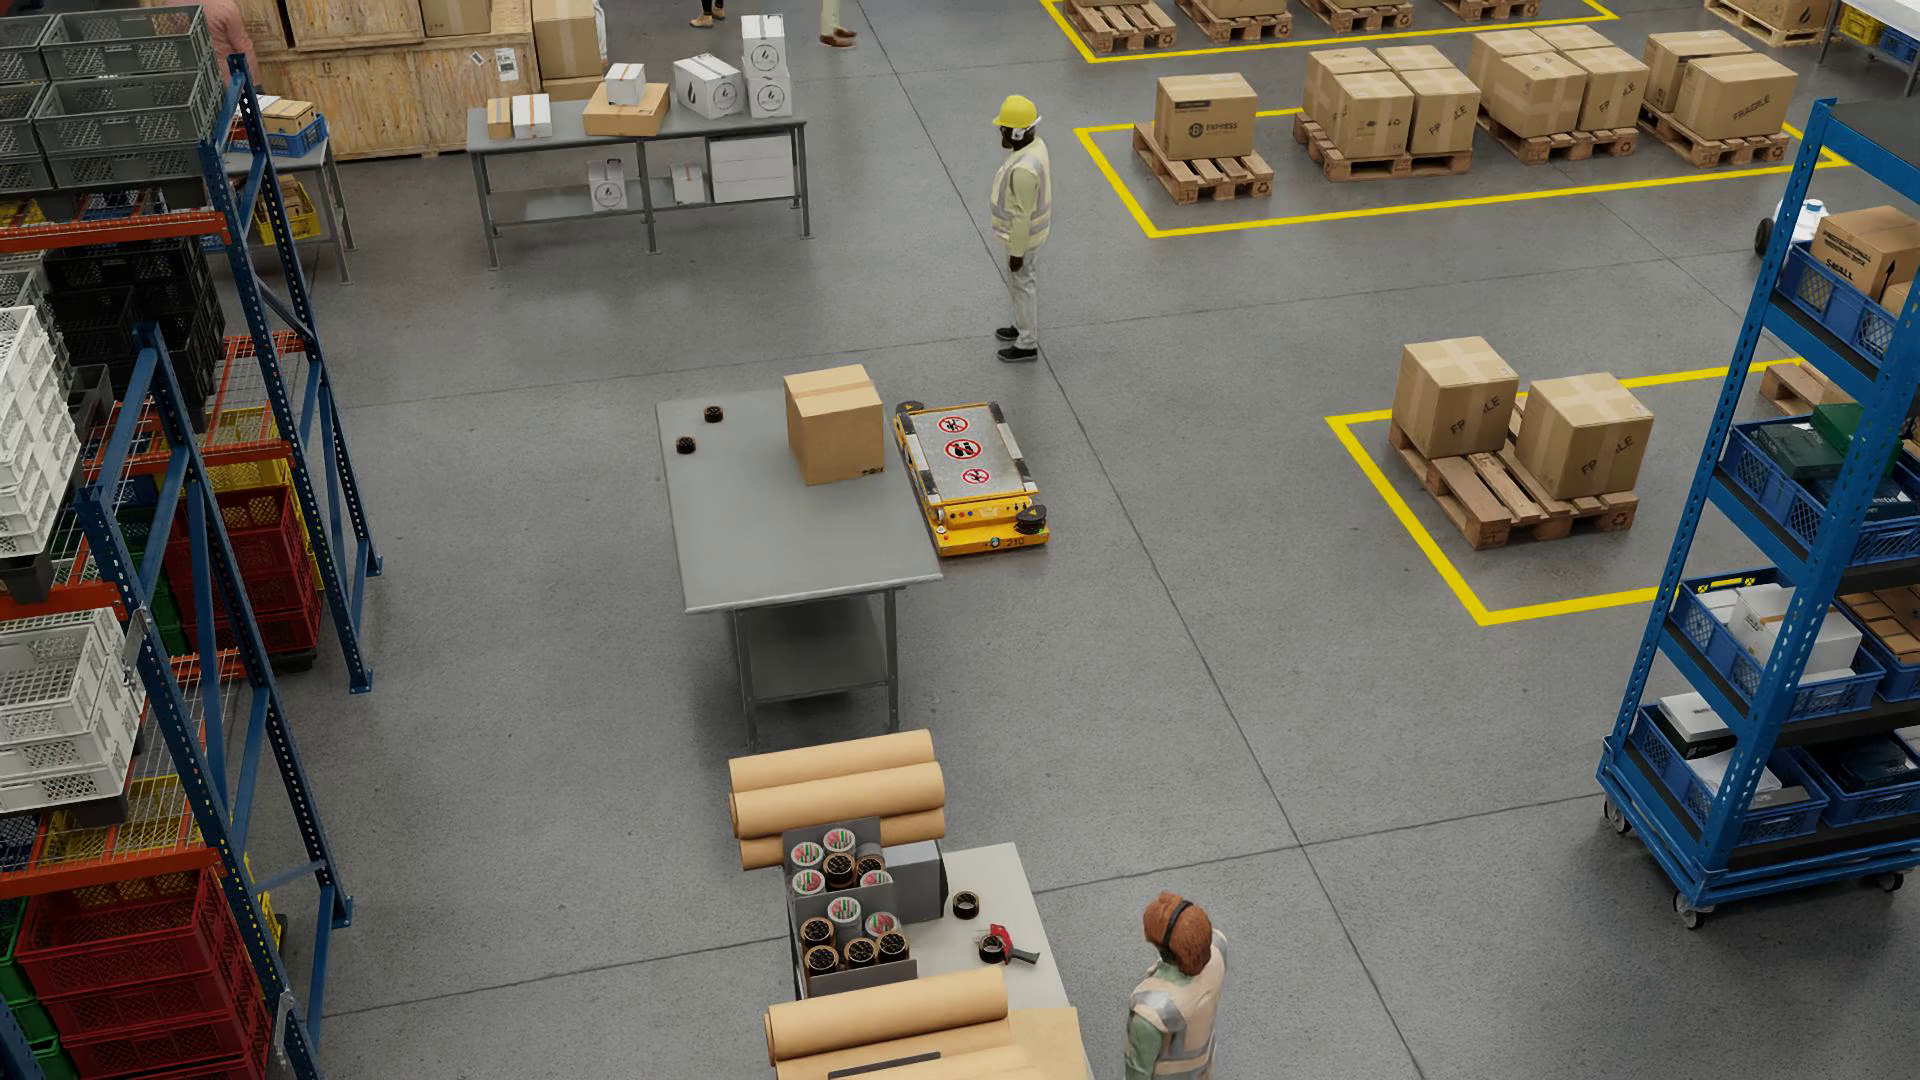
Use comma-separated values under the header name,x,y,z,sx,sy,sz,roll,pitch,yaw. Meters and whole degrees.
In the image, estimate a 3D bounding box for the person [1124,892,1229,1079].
name,x,y,z,sx,sy,sz,roll,pitch,yaw
person,0.744,1.860,5.898,0.312,1.631,0.514,26,44,31

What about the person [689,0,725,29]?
name,x,y,z,sx,sy,sz,roll,pitch,yaw
person,-2.529,-5.881,16.249,0.319,1.696,0.532,15,39,19

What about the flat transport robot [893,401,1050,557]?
name,x,y,z,sx,sy,sz,roll,pitch,yaw
flat transport robot,0.046,-0.430,10.108,0.652,0.197,1.431,-8,37,-10

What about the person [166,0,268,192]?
name,x,y,z,sx,sy,sz,roll,pitch,yaw
person,-5.777,-3.666,13.100,0.644,1.904,0.399,10,38,13

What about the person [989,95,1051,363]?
name,x,y,z,sx,sy,sz,roll,pitch,yaw
person,0.394,-2.050,10.996,0.403,1.824,0.599,3,37,5

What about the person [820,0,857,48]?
name,x,y,z,sx,sy,sz,roll,pitch,yaw
person,-1.201,-5.648,15.813,0.366,1.854,0.574,3,37,5

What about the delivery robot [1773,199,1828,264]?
name,x,y,z,sx,sy,sz,roll,pitch,yaw
delivery robot,6.242,-2.273,12.273,0.477,0.478,0.707,8,37,11
